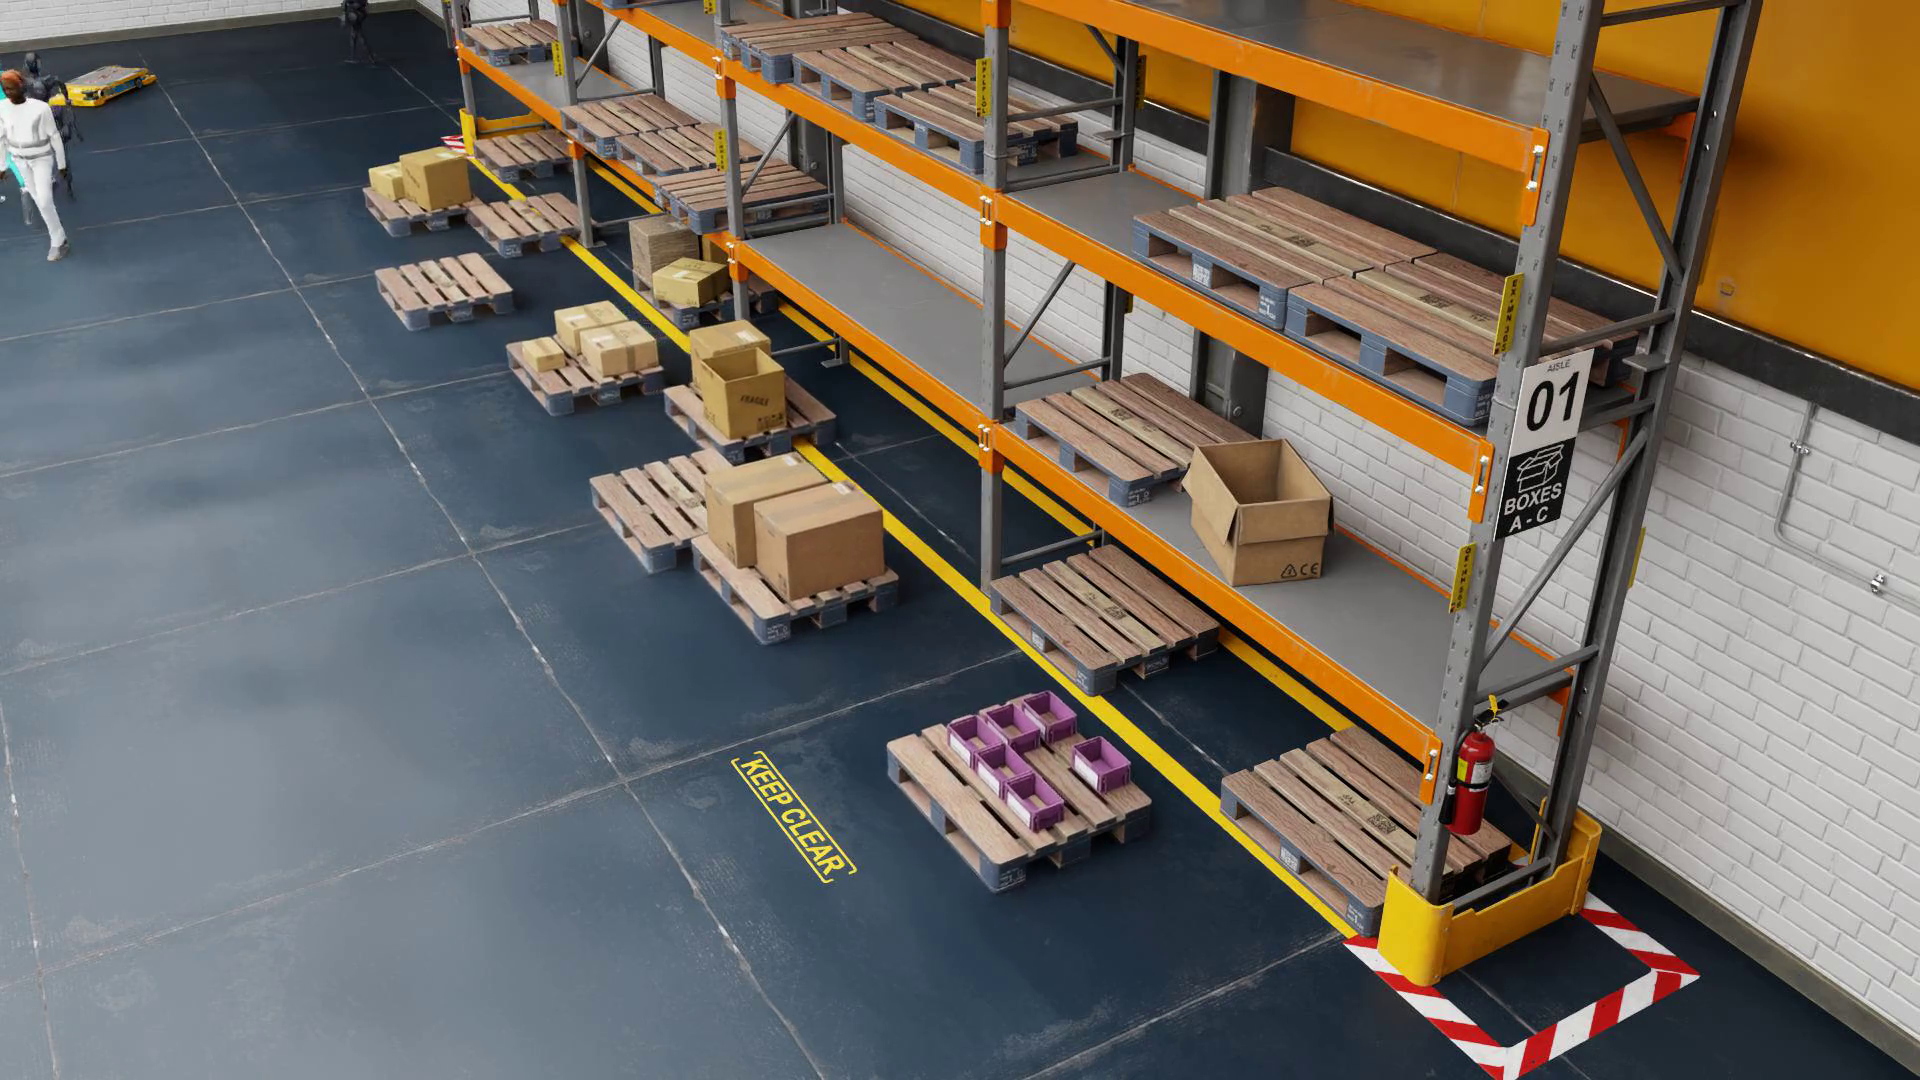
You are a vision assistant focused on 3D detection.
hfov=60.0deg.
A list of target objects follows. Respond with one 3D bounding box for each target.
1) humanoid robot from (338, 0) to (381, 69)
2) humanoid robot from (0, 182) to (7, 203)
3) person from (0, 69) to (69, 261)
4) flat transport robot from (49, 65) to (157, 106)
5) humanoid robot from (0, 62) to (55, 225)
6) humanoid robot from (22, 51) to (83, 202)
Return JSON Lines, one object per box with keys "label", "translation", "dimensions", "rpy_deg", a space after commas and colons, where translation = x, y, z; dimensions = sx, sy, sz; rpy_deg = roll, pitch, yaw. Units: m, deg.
{"label": "humanoid robot", "translation": [-8.613, -7.465, 23.414], "dimensions": [0.712, 1.630, 0.601], "rpy_deg": [1, 30, 2]}
{"label": "humanoid robot", "translation": [-10.819, -4.437, 18.005], "dimensions": [0.543, 1.776, 0.901], "rpy_deg": [-4, 30, -6]}
{"label": "person", "translation": [-9.284, -3.708, 16.557], "dimensions": [0.584, 1.865, 0.703], "rpy_deg": [2, 30, 4]}
{"label": "flat transport robot", "translation": [-11.570, -6.129, 22.453], "dimensions": [0.659, 0.231, 1.431], "rpy_deg": [4, 30, 8]}
{"label": "humanoid robot", "translation": [-9.870, -4.144, 17.469], "dimensions": [0.790, 1.782, 0.531], "rpy_deg": [24, 37, 36]}
{"label": "humanoid robot", "translation": [-10.039, -4.576, 18.322], "dimensions": [0.592, 1.645, 0.492], "rpy_deg": [-13, 32, -21]}
